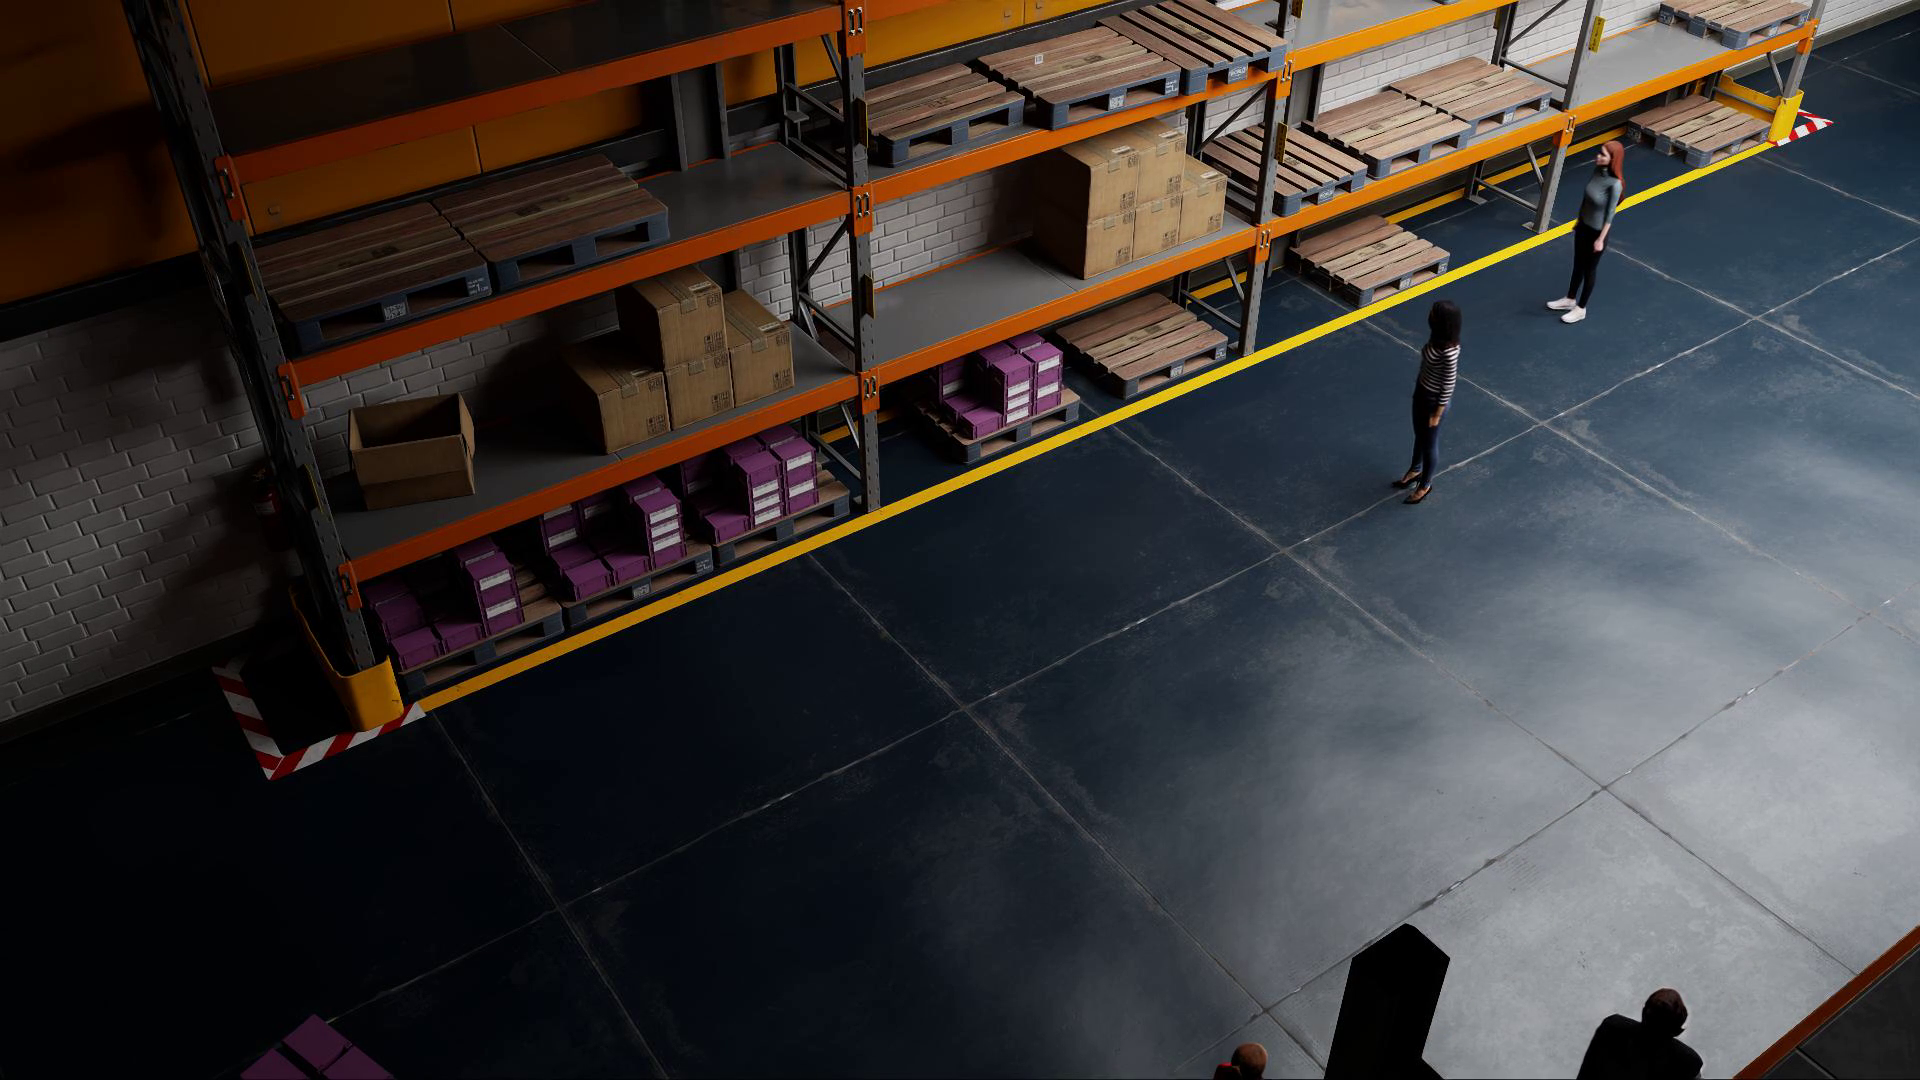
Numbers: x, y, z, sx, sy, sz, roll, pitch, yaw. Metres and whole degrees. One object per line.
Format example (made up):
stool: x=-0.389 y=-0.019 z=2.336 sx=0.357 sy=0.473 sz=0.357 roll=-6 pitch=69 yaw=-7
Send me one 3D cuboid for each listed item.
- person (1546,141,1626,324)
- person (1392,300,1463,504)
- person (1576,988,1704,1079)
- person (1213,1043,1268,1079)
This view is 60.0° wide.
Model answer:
person: x=5.691 y=-2.774 z=14.951 sx=0.676 sy=1.742 sz=0.662 roll=-6 pitch=39 yaw=-7
person: x=3.618 y=-1.062 z=12.766 sx=0.654 sy=1.794 sz=0.649 roll=-3 pitch=39 yaw=-4
person: x=3.141 y=2.763 z=7.937 sx=0.732 sy=1.843 sz=0.728 roll=21 pitch=43 yaw=24
person: x=1.371 y=2.902 z=8.213 sx=0.553 sy=1.281 sz=0.564 roll=24 pitch=45 yaw=27
